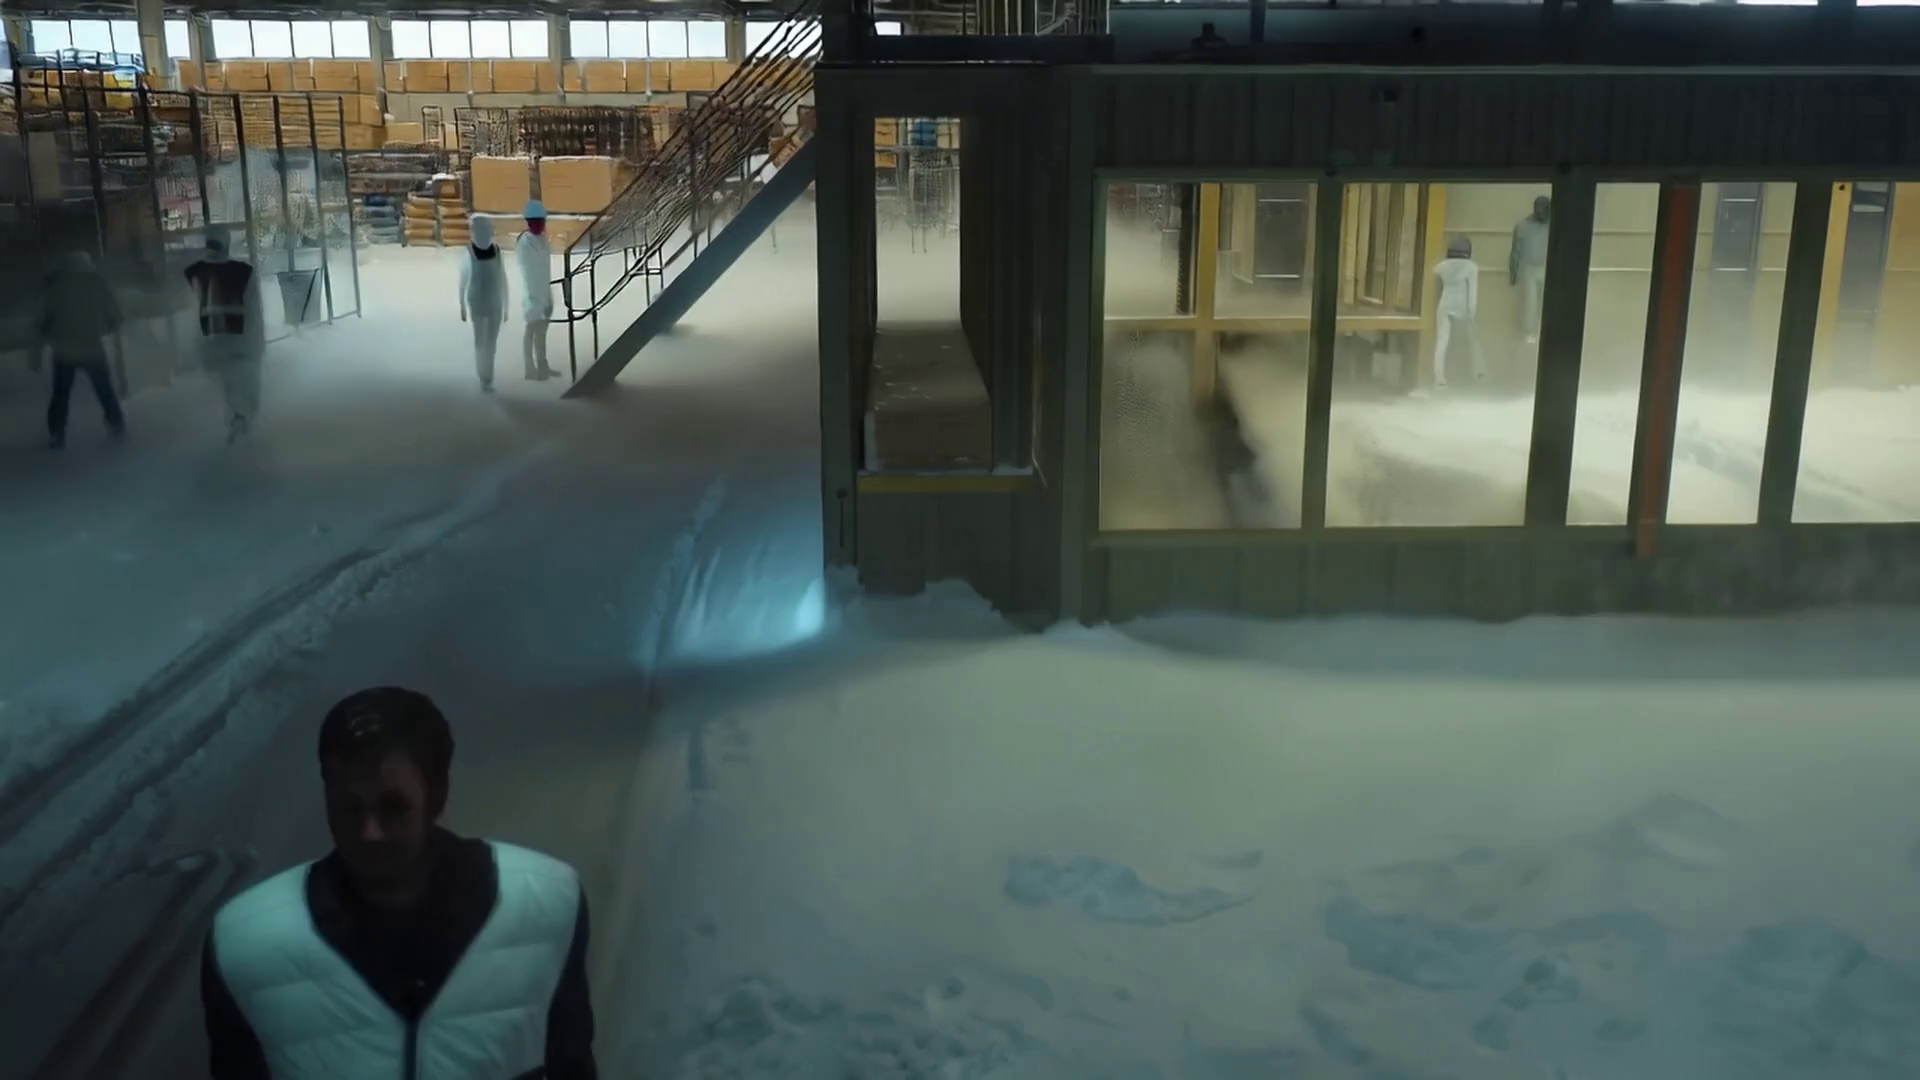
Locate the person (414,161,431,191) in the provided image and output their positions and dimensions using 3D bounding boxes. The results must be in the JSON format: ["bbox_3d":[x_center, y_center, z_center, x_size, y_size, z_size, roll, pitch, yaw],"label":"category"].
[{"bbox_3d":[-16.827,-11.047,52.095,0.519,1.595,0.718,-2,14,-9],"label":"person"}]

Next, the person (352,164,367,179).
[{"bbox_3d":[-14.383,-8.179,40.207,0.793,1.805,0.602,-5,15,-18],"label":"person"}]

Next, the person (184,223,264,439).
[{"bbox_3d":[-6.388,-1.795,14.500,0.592,1.903,0.523,-3,14,-12],"label":"person"}]

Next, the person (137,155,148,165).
[{"bbox_3d":[-34.738,-15.856,70.884,0.627,1.804,0.744,-2,14,-9],"label":"person"}]

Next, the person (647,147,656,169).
[{"bbox_3d":[-13.832,-16.764,74.667,0.806,1.735,0.387,10,17,35],"label":"person"}]

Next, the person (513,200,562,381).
[{"bbox_3d":[-4.579,-2.712,18.089,0.367,1.933,0.553,5,15,20],"label":"person"}]

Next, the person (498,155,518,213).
[{"bbox_3d":[-12.317,-9.586,45.619,0.739,1.905,0.560,-13,19,-42],"label":"person"}]

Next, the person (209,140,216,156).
[{"bbox_3d":[-39.244,-19.980,87.020,0.638,1.965,0.752,-8,16,-30],"label":"person"}]

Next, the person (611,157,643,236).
[{"bbox_3d":[-8.343,-8.493,41.181,1.025,1.950,0.642,3,14,14],"label":"person"}]

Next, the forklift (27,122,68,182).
[{"bbox_3d":[-35.376,-14.773,64.377,1.129,2.768,1.873,-1,14,-2],"label":"forklift"}]

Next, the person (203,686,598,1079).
[{"bbox_3d":[-0.883,1.135,2.749,0.592,1.916,0.375,-5,15,-21],"label":"person"}]

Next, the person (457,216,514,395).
[{"bbox_3d":[-4.834,-2.397,17.076,0.505,1.807,0.866,-9,16,-31],"label":"person"}]
